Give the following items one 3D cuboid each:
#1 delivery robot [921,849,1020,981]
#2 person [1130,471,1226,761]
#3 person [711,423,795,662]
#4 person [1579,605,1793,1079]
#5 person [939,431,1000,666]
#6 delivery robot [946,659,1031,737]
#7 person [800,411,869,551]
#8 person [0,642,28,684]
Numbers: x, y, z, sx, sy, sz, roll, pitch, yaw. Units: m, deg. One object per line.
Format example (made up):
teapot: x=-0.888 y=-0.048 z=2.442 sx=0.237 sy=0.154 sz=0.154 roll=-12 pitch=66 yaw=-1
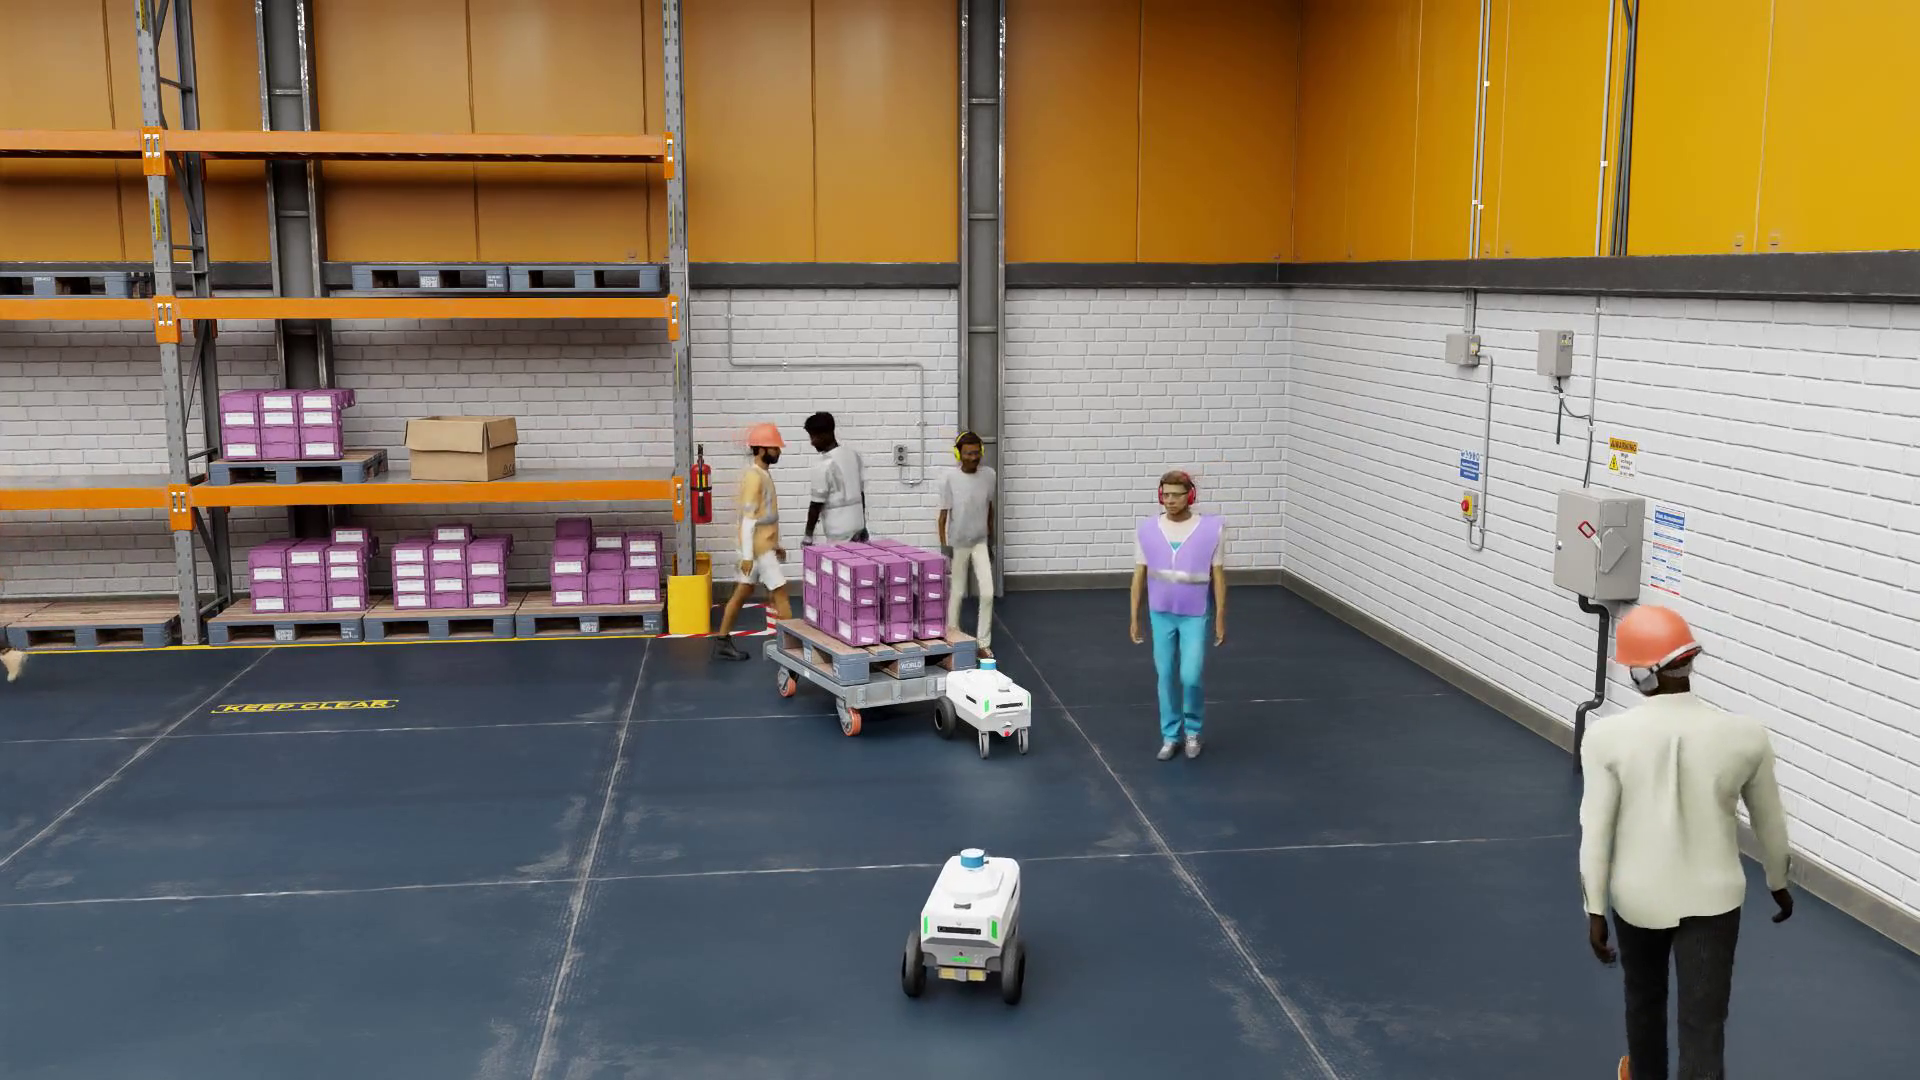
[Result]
delivery robot: x=0.053 y=1.571 z=7.145 sx=0.477 sy=0.478 sz=0.707 roll=2 pitch=9 yaw=9
person: x=1.347 y=0.476 z=10.305 sx=0.598 sy=1.825 sz=0.452 roll=4 pitch=10 yaw=21
person: x=-1.507 y=0.031 z=12.920 sx=0.984 sy=1.883 sz=0.565 roll=0 pitch=9 yaw=-2
person: x=2.423 y=1.185 z=5.571 sx=0.701 sy=1.933 sz=1.035 roll=3 pitch=10 yaw=20
person: x=0.088 y=0.063 z=12.875 sx=0.532 sy=1.827 sz=0.740 roll=-4 pitch=10 yaw=-22
delivery robot: x=0.179 y=1.007 z=10.666 sx=0.477 sy=0.478 sz=0.707 roll=-4 pitch=10 yaw=-22
person: x=-1.045 y=-0.100 z=13.622 sx=0.658 sy=1.918 sz=0.641 roll=4 pitch=10 yaw=25
person: x=-7.114 y=0.289 z=11.955 sx=0.634 sy=1.676 sz=0.540 roll=-2 pitch=9 yaw=-14
